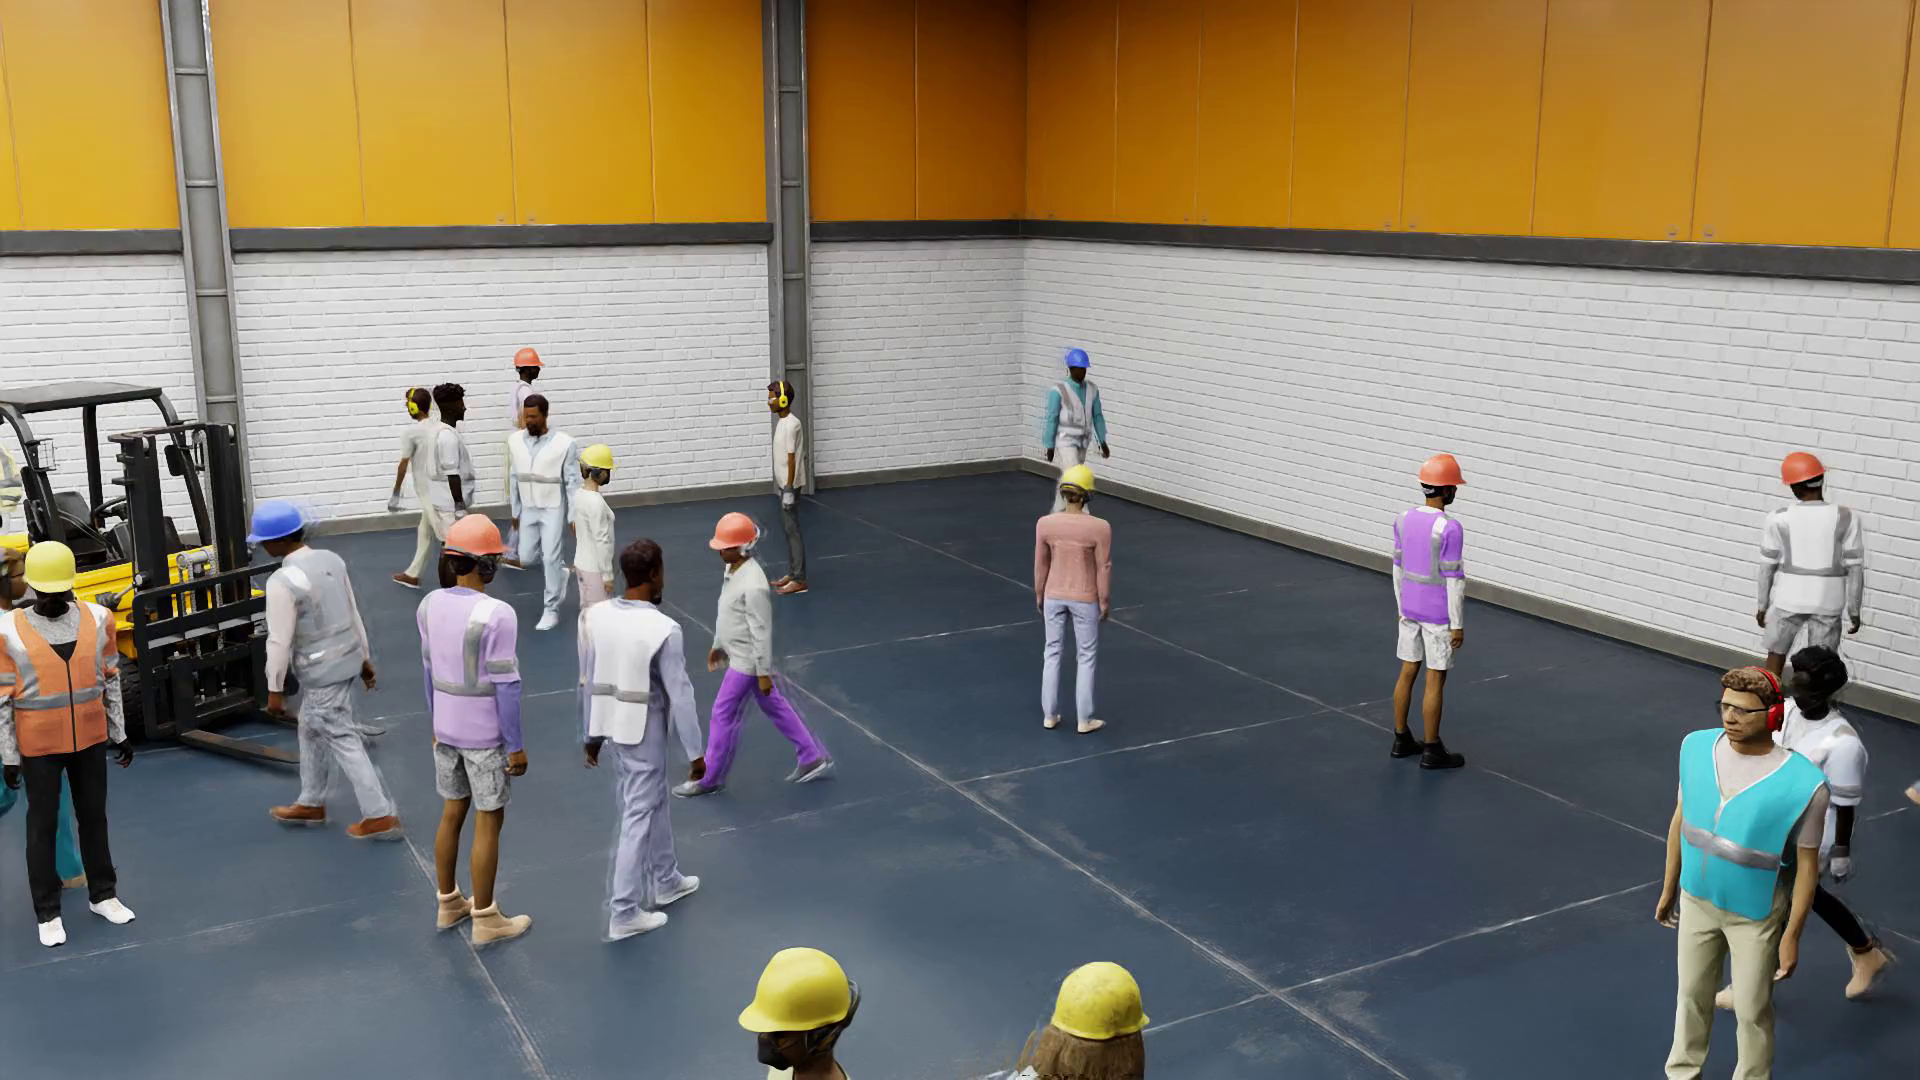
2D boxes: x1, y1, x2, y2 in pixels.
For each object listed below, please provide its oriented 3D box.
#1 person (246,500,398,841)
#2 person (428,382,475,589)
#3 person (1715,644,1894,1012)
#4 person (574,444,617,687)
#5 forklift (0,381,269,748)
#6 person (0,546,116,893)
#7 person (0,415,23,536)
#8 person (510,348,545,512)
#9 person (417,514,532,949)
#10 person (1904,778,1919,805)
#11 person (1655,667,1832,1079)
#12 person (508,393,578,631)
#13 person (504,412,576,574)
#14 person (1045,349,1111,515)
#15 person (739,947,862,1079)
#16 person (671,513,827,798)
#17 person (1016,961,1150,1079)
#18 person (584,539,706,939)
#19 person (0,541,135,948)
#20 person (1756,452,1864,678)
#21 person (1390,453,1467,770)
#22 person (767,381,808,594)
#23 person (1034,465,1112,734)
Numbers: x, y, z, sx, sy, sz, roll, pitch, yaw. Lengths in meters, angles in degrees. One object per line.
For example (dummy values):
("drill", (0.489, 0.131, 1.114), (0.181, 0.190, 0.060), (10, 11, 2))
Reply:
("person", (-3.481, 0.708, 8.972), (0.893, 1.890, 0.631), (1, 12, 5))
("person", (-4.142, -0.310, 13.596), (0.366, 1.964, 0.625), (-6, 14, -28))
("person", (3.677, 1.229, 7.086), (0.816, 1.663, 0.528), (0, 12, -2))
("person", (-2.533, 0.205, 11.664), (0.325, 1.762, 0.524), (-6, 14, -28))
("forklift", (-5.853, 0.085, 11.199), (2.313, 2.155, 1.214), (7, 14, 28))
("person", (-4.718, 0.930, 8.141), (0.525, 1.823, 0.829), (10, 16, 40))
("person", (-7.922, -0.264, 13.667), (0.429, 1.845, 0.622), (-6, 14, -28))
("person", (-4.311, -0.960, 16.700), (0.360, 1.939, 0.543), (-6, 14, -28))
("person", (-2.278, 0.886, 7.864), (0.618, 2.029, 0.461), (9, 15, 36))
("person", (5.509, 0.703, 9.050), (0.396, 1.870, 0.613), (7, 14, 31))
("person", (2.845, 1.347, 6.101), (0.388, 1.847, 0.563), (-8, 14, -33))
("person", (-3.342, -0.255, 13.464), (0.604, 1.895, 0.642), (3, 12, 14))
("person", (-3.868, -0.460, 15.177), (0.893, 1.575, 0.524), (6, 13, 26))
("person", (1.225, -0.977, 16.857), (0.610, 1.899, 1.006), (-10, 16, -40))
("person", (-0.362, 1.821, 4.072), (0.322, 1.769, 0.523), (-7, 14, -28))
("person", (-1.210, 0.654, 9.701), (0.914, 1.704, 0.561), (-3, 12, -13))
("person", (0.373, 1.837, 4.149), (0.888, 1.690, 0.489), (-9, 15, -36))
("person", (-1.448, 0.923, 7.995), (0.632, 1.881, 0.814), (10, 15, 38))
("person", (-4.219, 0.939, 7.851), (0.382, 1.917, 0.585), (10, 16, 40))
("person", (5.264, 0.413, 10.385), (0.650, 1.903, 0.521), (7, 14, 29))
("person", (2.884, 0.432, 10.176), (0.360, 1.939, 0.543), (-6, 14, -28))
("person", (-1.510, -0.461, 14.554), (0.313, 1.864, 0.510), (-3, 12, -14))
("person", (0.738, 0.382, 10.863), (0.524, 1.751, 0.368), (5, 13, 23))
